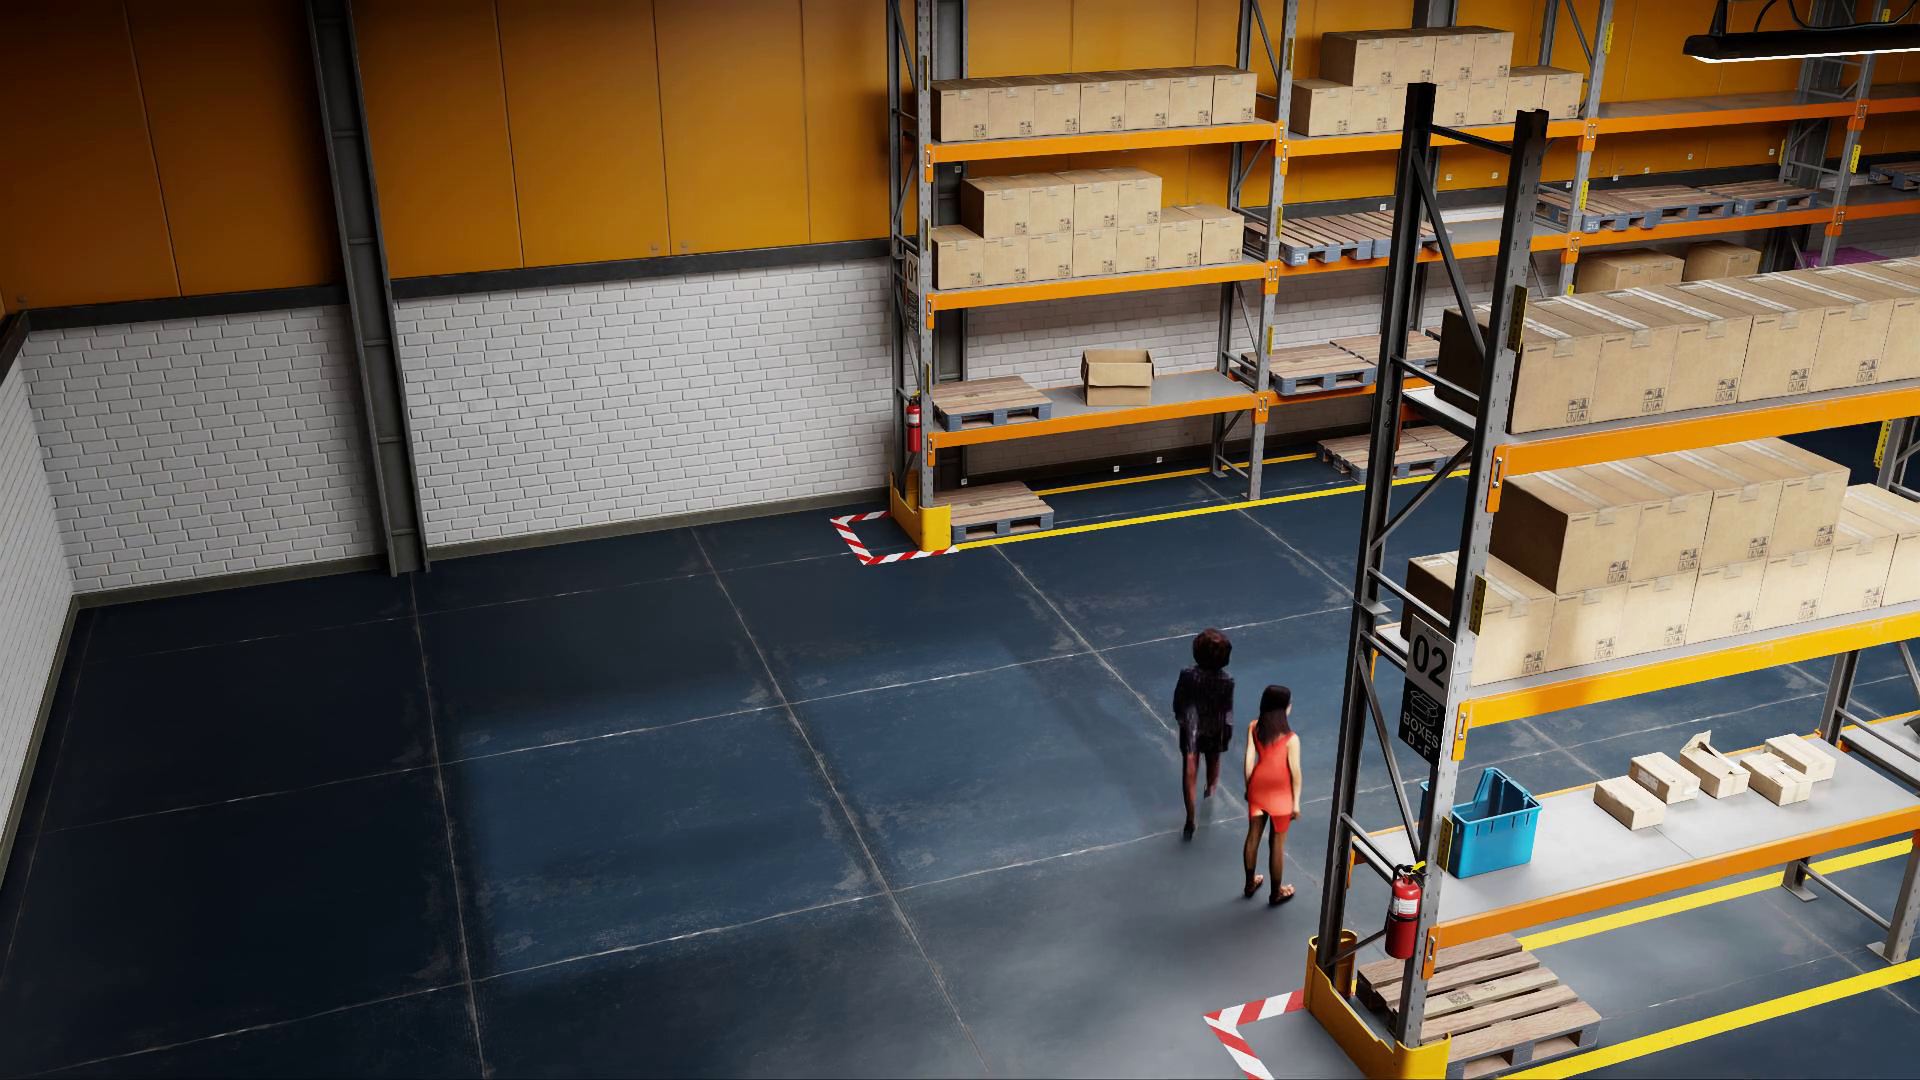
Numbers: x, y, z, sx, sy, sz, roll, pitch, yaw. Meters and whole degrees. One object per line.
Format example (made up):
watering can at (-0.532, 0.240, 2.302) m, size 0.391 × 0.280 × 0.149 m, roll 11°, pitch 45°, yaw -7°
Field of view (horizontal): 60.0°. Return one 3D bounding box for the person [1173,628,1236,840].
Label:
person at (1.829, 1.519, 12.634) m, size 1.032 × 1.666 × 1.014 m, roll 5°, pitch 24°, yaw 11°

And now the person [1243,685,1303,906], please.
person at (2.217, 1.819, 11.881) m, size 0.673 × 1.719 × 0.691 m, roll 18°, pitch 29°, yaw 35°
